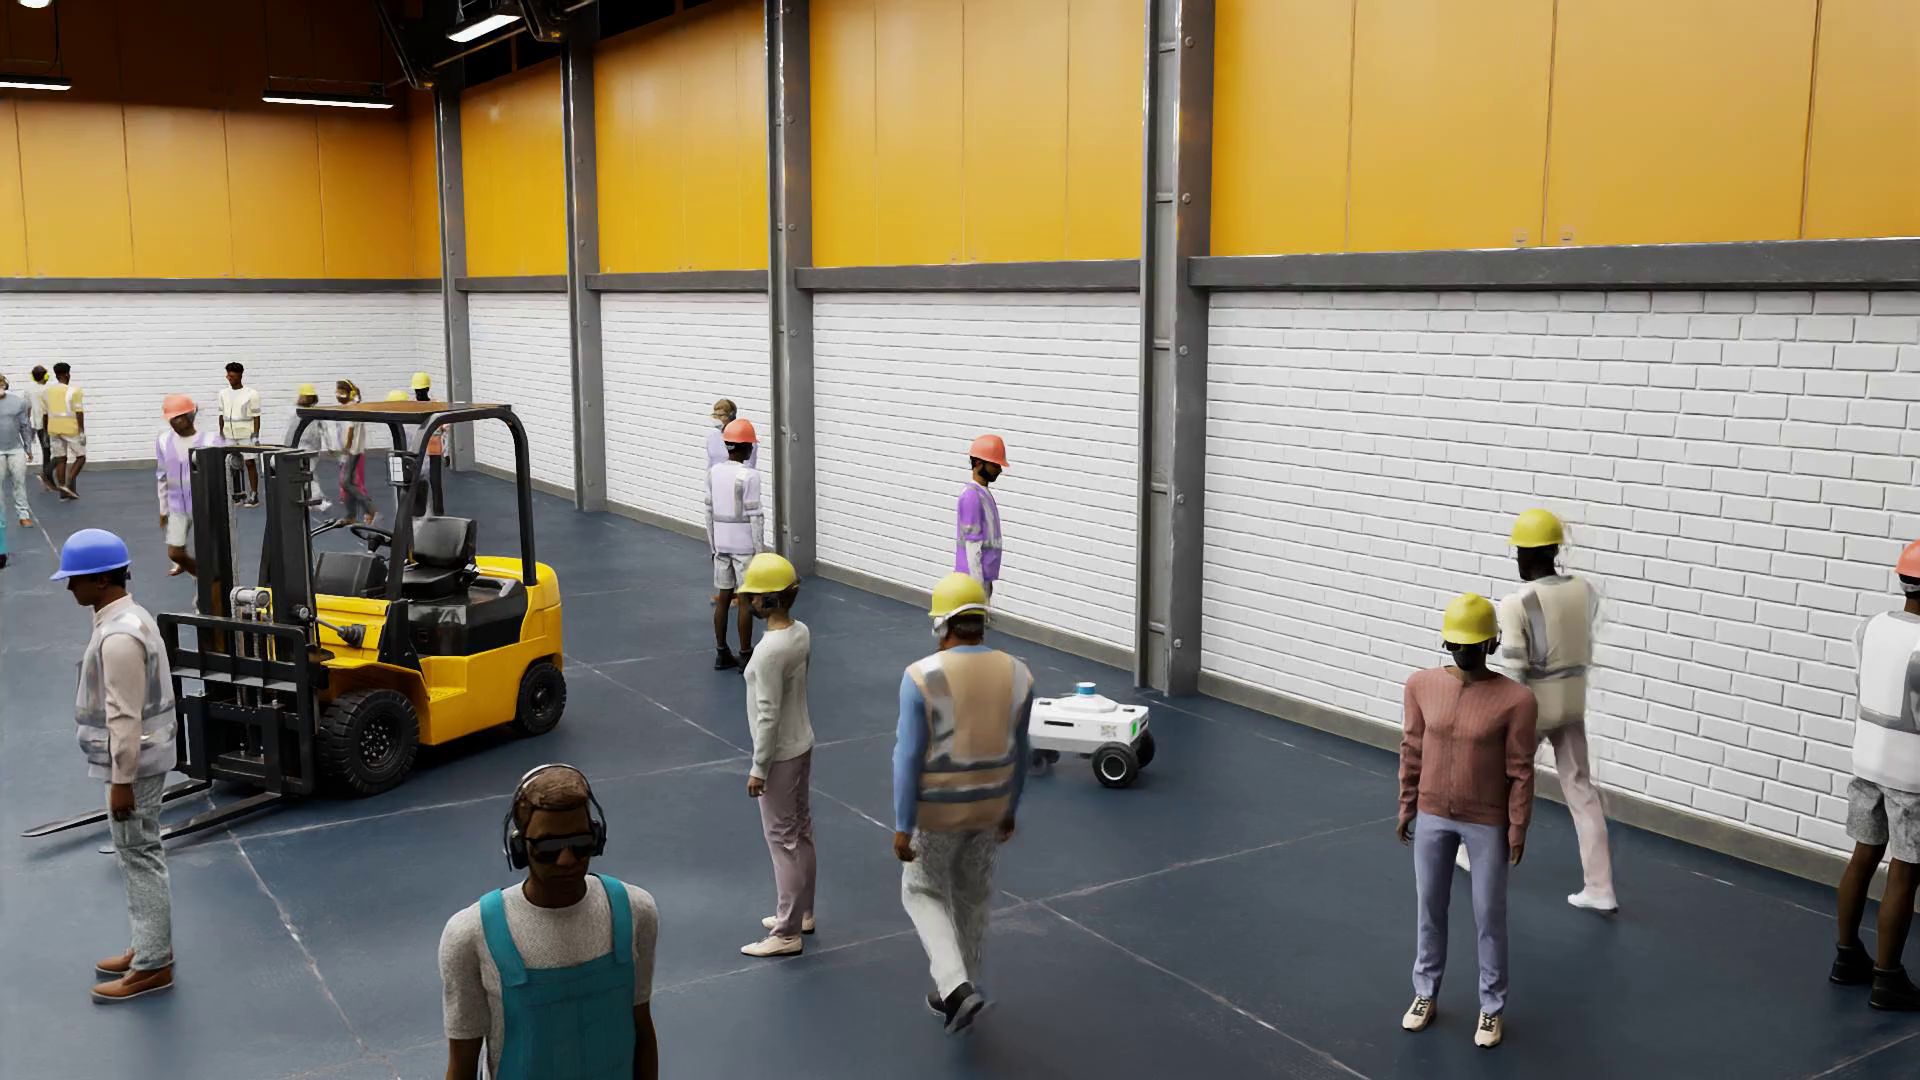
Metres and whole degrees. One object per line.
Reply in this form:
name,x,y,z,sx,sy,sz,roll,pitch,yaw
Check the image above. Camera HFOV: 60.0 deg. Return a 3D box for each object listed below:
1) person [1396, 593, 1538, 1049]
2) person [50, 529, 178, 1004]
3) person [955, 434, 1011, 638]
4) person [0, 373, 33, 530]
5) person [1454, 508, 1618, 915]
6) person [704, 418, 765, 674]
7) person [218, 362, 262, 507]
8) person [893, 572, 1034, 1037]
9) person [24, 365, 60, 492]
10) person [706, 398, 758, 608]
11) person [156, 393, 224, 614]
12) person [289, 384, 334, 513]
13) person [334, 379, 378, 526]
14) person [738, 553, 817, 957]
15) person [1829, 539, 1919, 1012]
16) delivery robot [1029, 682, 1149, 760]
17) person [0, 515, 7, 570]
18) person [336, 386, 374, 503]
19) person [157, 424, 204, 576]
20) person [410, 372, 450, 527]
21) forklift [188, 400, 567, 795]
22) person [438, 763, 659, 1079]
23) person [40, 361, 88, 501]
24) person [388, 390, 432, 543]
person,1.930,1.065,6.386,0.518,1.757,0.338,6,10,36
person,-3.444,0.911,6.845,0.421,1.935,0.616,-4,9,-26
person,0.158,0.240,11.368,0.375,1.927,0.543,1,8,5
person,-11.671,-1.083,20.296,0.641,1.927,0.386,-8,11,-42
person,2.766,0.784,7.896,0.604,1.872,1.009,-4,9,-23
person,-1.675,0.045,12.649,0.552,1.934,0.373,6,11,37
person,-9.721,-1.421,22.430,0.606,1.966,0.367,1,9,8
person,0.018,1.039,6.424,0.620,1.802,0.578,-5,10,-28
person,-13.165,-1.591,23.961,0.575,1.851,0.639,1,8,4
person,-2.102,-0.341,15.303,0.622,1.932,0.378,7,11,40
person,-6.736,-0.295,14.646,0.622,2.023,0.533,1,9,7
person,-8.525,-1.209,21.889,0.915,1.689,0.502,6,10,36
person,-7.428,-1.056,20.360,0.431,1.848,0.602,-5,10,-30
person,-0.801,0.930,7.263,0.313,1.768,0.522,2,9,11
person,3.829,0.933,6.713,0.394,1.930,0.539,-2,9,-12
delivery robot,0.752,1.093,9.903,0.707,0.478,0.477,3,9,19
person,-7.717,0.069,12.713,0.596,1.873,0.950,1,9,9
person,-8.340,-1.311,22.847,0.299,1.625,0.511,4,9,24
person,-7.907,-0.550,16.933,0.514,1.861,0.321,1,8,6
person,-6.529,-1.085,20.305,0.593,1.922,0.383,-1,9,-9
forklift,-3.529,0.258,10.348,1.214,2.155,2.313,4,9,25
person,-0.901,1.406,3.783,0.508,1.846,0.345,-6,10,-34
person,-12.420,-1.504,23.086,0.640,1.937,0.508,1,8,5
person,-6.174,-0.777,18.643,0.455,1.807,0.624,1,9,8
